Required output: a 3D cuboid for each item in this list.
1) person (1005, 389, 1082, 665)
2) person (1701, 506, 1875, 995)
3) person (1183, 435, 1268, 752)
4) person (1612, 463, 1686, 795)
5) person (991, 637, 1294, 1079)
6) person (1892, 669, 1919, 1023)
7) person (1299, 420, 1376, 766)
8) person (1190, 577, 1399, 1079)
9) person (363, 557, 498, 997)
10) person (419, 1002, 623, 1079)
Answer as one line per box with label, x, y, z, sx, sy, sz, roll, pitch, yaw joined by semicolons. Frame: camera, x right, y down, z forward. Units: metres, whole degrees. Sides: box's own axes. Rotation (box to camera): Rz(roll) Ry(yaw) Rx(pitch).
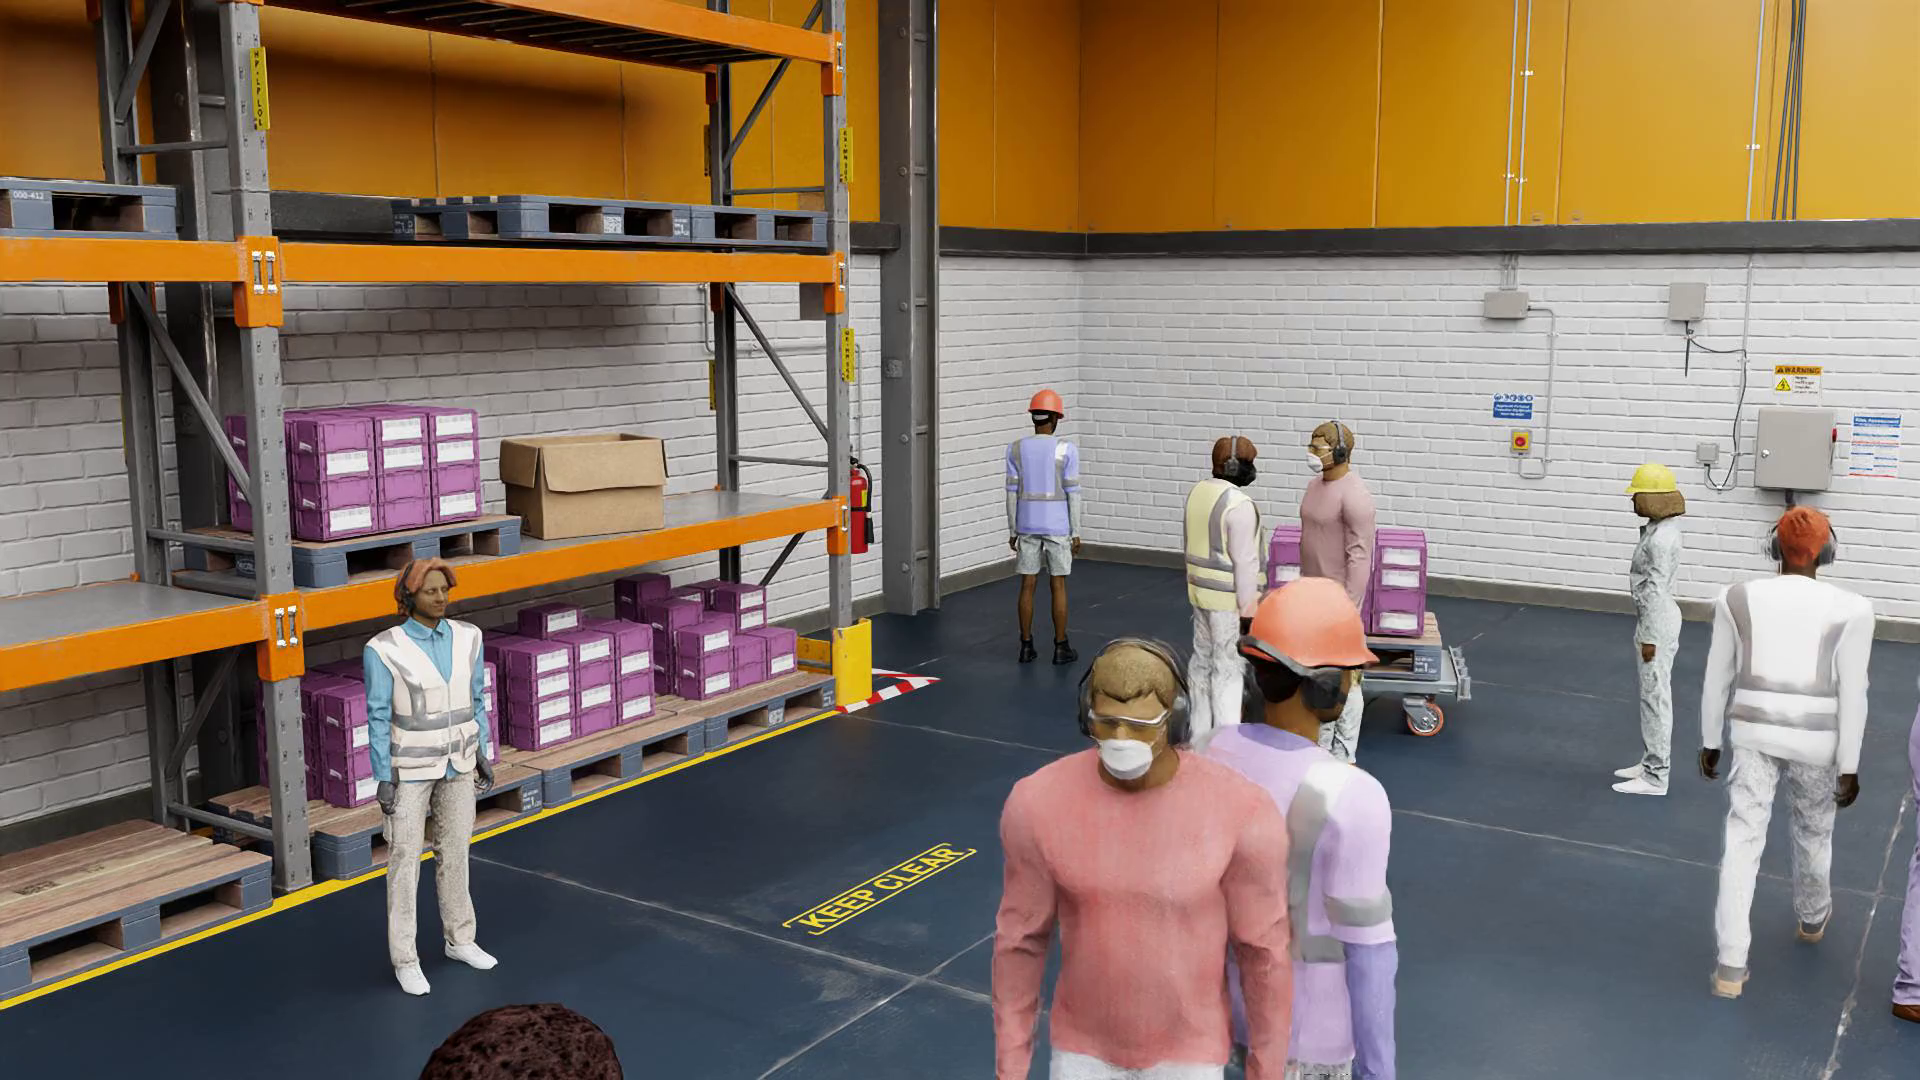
person;0.593;-0.087;11.653;0.543;1.928;0.373;3;9;19
person;3.186;0.778;6.455;0.590;1.808;1.060;6;11;35
person;1.463;0.345;9.128;0.429;1.840;0.627;-3;9;-19
person;3.604;0.461;8.714;0.320;1.738;0.485;4;10;24
person;0.379;1.147;3.644;0.654;1.920;0.440;3;9;20
person;3.618;0.809;5.946;0.398;1.900;0.636;5;10;30
person;1.981;0.325;8.936;0.372;1.940;0.631;-2;9;-15
person;0.697;1.083;3.789;0.944;2.015;0.617;-5;10;-27
person;-2.008;0.875;6.319;0.307;1.644;0.514;7;11;37
person;-0.410;1.423;1.900;0.396;1.911;0.589;-5;10;-32
